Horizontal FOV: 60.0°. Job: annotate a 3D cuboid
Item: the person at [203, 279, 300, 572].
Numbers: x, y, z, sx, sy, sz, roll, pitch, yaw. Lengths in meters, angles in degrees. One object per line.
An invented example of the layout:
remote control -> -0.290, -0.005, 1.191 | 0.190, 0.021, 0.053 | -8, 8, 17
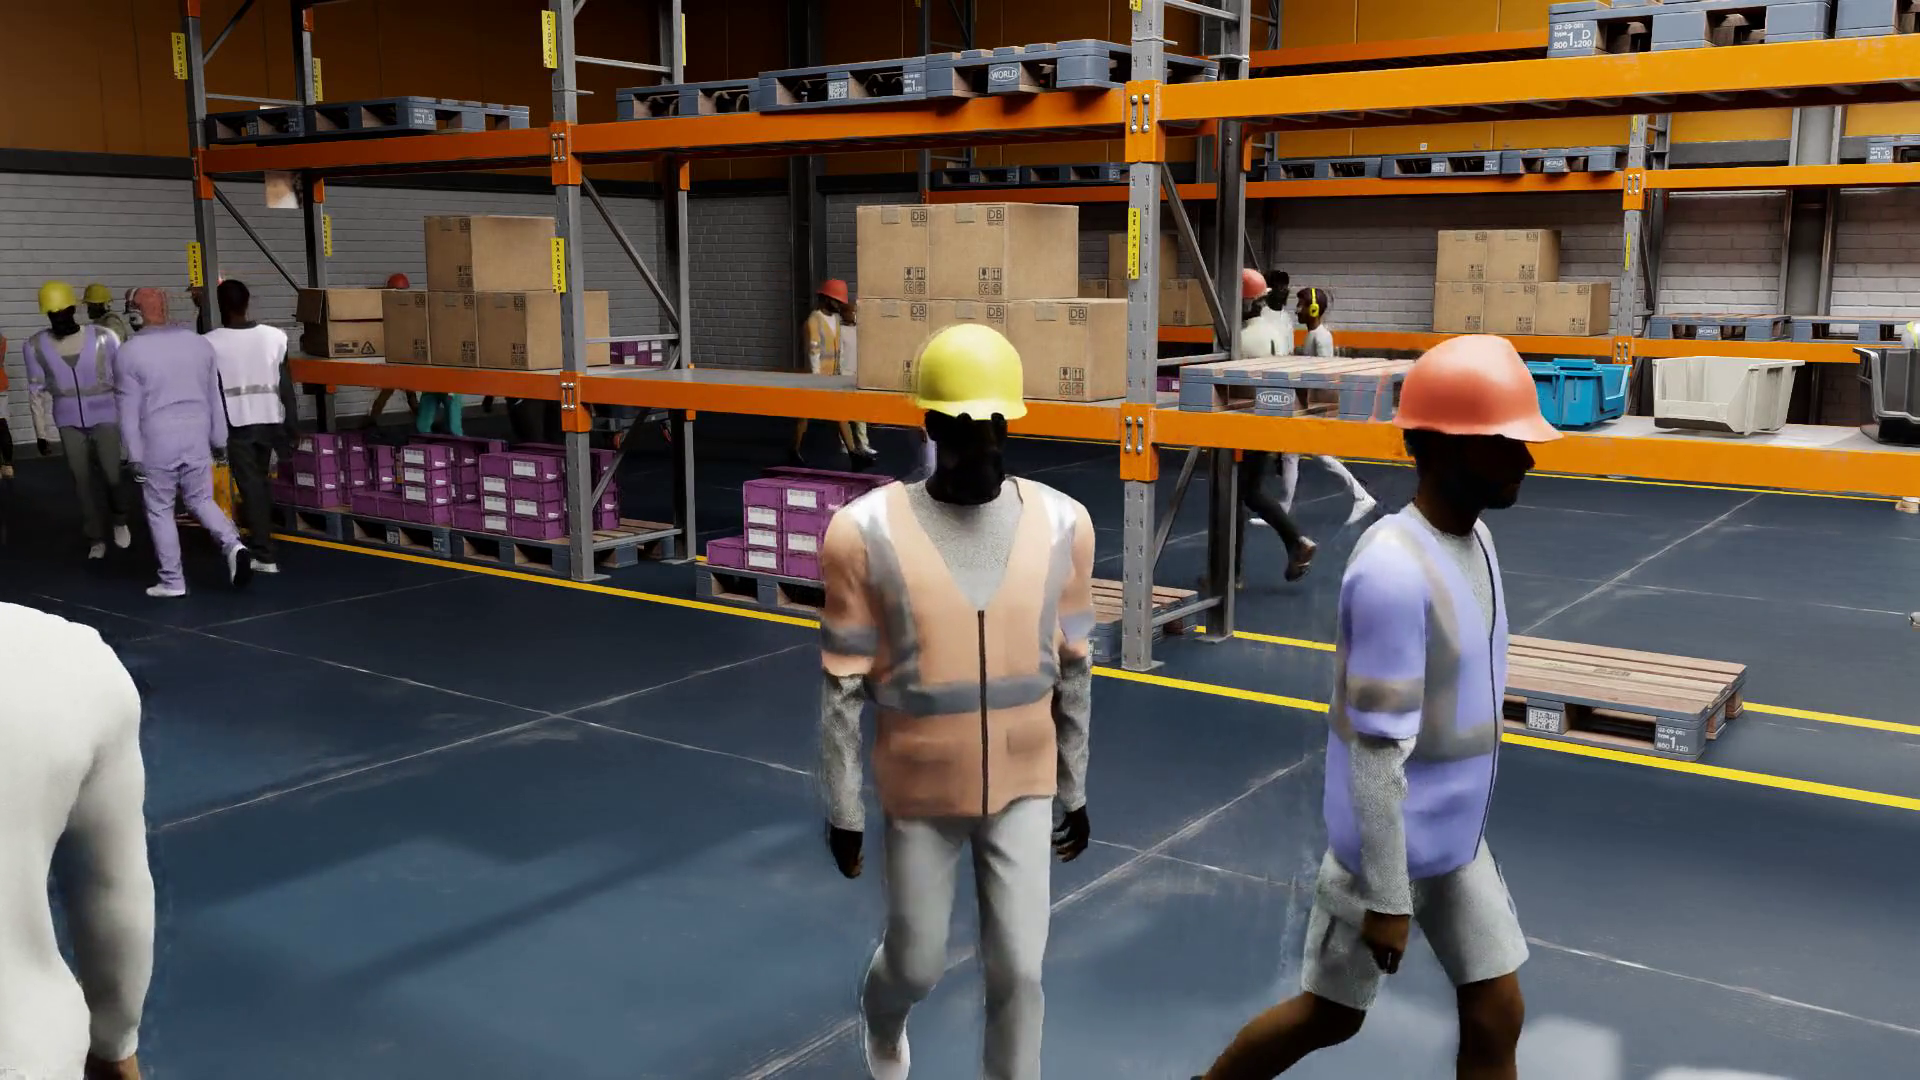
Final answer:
person -> -4.726, -0.746, 10.899 | 0.723, 1.892, 0.637 | 8, 12, 38

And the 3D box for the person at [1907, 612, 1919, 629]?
person -> 5.626, -0.393, 8.681 | 0.604, 1.955, 1.028 | -6, 11, -31

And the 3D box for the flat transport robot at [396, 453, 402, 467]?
flat transport robot -> -5.158, -0.638, 15.096 | 0.652, 0.197, 1.431 | -3, 10, -19

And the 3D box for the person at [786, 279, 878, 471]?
person -> -1.277, -1.579, 16.023 | 1.034, 1.845, 0.622 | 6, 11, 32

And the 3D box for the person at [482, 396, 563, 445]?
person -> -3.385, -1.191, 13.133 | 0.708, 2.000, 0.997 | -6, 11, -31

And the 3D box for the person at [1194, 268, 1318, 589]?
person -> 1.798, -0.660, 10.137 | 0.670, 1.978, 0.634 | 7, 12, 36

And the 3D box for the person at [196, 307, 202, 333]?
person -> -7.574, -1.632, 16.975 | 0.286, 1.632, 0.497 | 4, 10, 23

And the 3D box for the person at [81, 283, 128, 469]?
person -> -8.276, -1.590, 16.185 | 0.412, 1.815, 0.613 | -7, 12, -35

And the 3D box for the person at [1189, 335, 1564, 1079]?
person -> 0.812, 0.541, 3.275 | 0.956, 1.901, 0.557 | 7, 12, 36

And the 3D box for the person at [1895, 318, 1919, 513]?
person -> 7.816, -1.125, 13.329 | 0.627, 1.843, 0.429 | 2, 10, 12

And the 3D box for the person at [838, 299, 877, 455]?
person -> -1.116, -1.688, 17.325 | 0.336, 1.633, 0.509 | 9, 13, 42

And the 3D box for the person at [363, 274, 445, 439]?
person -> -6.450, -2.095, 19.031 | 1.031, 1.879, 0.539 | -8, 13, -40

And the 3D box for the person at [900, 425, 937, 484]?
person -> -0.289, -0.886, 12.200 | 0.547, 1.752, 0.521 | 3, 10, 17

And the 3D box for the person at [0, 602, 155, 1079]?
person -> -1.363, 0.731, 2.156 | 1.040, 1.880, 0.655 | 8, 13, 41

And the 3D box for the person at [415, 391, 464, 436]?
person -> -4.681, -1.333, 14.831 | 0.545, 1.749, 0.611 | 5, 11, 30

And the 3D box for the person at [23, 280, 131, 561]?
person -> -5.914, -0.798, 11.206 | 0.627, 1.894, 0.550 | -3, 10, -18

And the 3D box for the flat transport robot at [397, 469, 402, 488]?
flat transport robot -> -4.565, -0.490, 14.219 | 1.431, 0.197, 0.652 | -3, 10, -19

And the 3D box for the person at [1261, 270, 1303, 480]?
person -> 2.836, -1.546, 15.537 | 0.602, 1.946, 0.823 | -8, 13, -40

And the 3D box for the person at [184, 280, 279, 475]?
person -> -6.660, -1.462, 15.079 | 1.042, 1.936, 0.634 | -9, 13, -43

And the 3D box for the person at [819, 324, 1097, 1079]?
person -> -0.016, 0.484, 3.590 | 0.591, 1.906, 0.750 | -3, 10, -15

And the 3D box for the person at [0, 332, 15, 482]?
person -> -8.933, -1.377, 15.264 | 0.318, 1.696, 0.532 | -1, 10, -4

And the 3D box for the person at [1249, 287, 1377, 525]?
person -> 2.732, -1.006, 12.665 | 0.916, 1.836, 0.528 | 1, 10, 8

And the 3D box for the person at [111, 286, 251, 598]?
person -> -4.629, -0.564, 9.893 | 0.639, 1.877, 0.668 | 6, 11, 34
